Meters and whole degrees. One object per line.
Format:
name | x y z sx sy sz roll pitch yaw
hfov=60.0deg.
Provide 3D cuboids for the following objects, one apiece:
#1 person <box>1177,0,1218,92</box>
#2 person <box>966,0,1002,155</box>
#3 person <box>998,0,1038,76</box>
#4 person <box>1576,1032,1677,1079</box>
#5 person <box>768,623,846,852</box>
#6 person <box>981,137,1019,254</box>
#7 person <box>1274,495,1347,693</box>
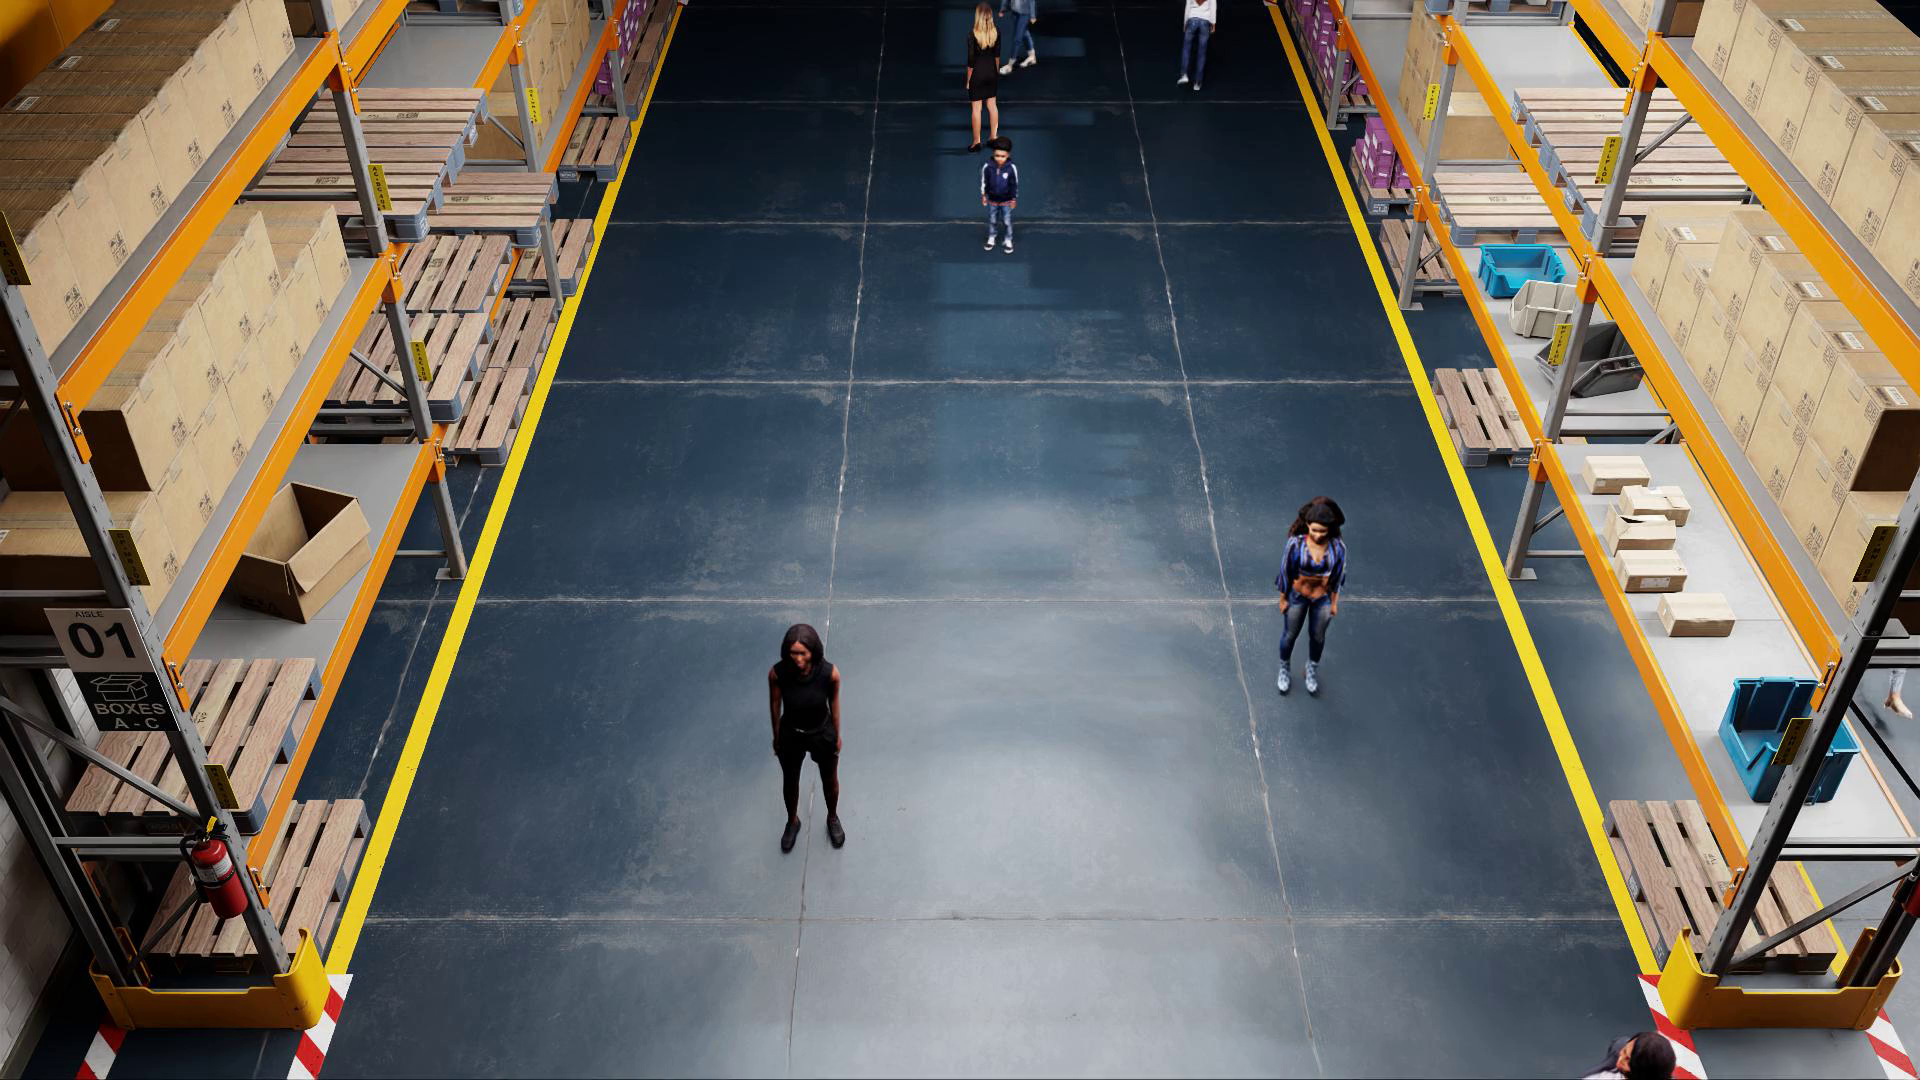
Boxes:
person | 2.773 -5.974 19.362 0.605 1.546 0.671 9 39 11
person | 0.252 -5.015 18.055 0.612 1.677 0.613 -20 43 -23
person | 0.791 -6.322 19.879 0.947 1.445 0.942 -24 45 -27
person | 3.180 2.932 8.169 0.773 1.597 0.642 -6 39 -8
person | -0.937 1.206 10.215 0.610 1.741 0.548 -4 39 -5
person | 0.401 -3.416 16.421 0.566 1.219 0.545 11 40 13
person | 2.381 0.384 11.340 0.625 1.621 0.566 3 39 4
